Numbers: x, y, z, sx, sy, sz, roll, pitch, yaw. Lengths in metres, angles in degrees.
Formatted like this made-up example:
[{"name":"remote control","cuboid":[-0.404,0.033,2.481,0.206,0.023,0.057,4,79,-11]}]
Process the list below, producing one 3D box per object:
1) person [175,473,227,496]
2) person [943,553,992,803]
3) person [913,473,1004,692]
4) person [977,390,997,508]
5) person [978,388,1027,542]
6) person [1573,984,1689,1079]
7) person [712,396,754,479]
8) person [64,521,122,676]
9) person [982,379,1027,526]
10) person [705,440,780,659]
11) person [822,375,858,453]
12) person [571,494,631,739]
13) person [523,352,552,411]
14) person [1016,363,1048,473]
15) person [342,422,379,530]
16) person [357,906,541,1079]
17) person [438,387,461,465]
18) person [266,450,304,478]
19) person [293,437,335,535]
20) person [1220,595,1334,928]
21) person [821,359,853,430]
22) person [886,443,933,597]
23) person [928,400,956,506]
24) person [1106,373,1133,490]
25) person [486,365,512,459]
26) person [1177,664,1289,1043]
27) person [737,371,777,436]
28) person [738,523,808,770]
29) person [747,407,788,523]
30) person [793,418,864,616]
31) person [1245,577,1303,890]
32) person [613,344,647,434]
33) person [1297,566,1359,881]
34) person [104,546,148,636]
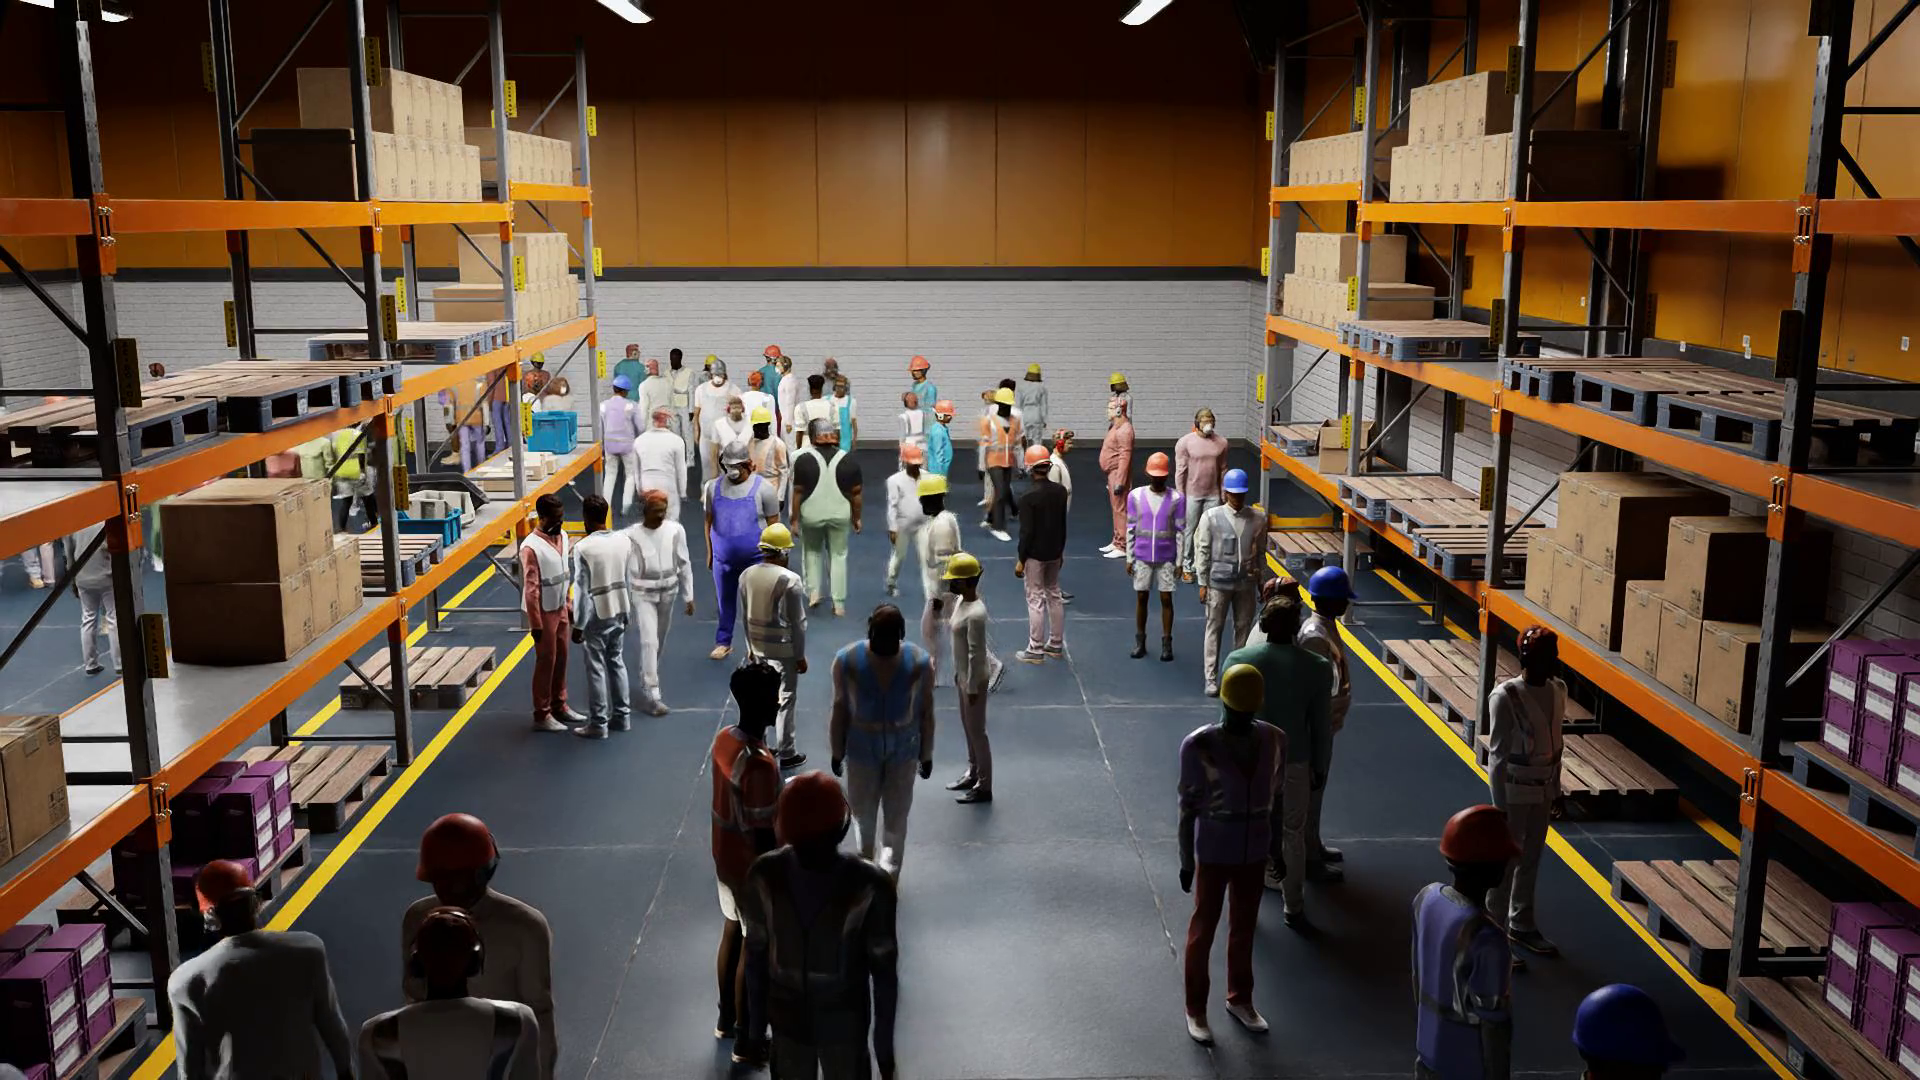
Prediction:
[{"name":"person","cuboid":[-8.130,-0.280,17.892,0.530,1.698,0.319,-8,14,-34]},{"name":"person","cuboid":[0.047,0.951,11.583,0.338,1.757,0.518,-2,11,-9]},{"name":"person","cuboid":[-0.067,0.366,14.172,0.828,1.896,0.607,-1,11,-5]},{"name":"person","cuboid":[0.435,-1.259,22.983,0.314,1.633,0.519,-6,13,-28]},{"name":"person","cuboid":[0.578,-0.929,20.609,0.598,1.906,0.681,-9,14,-37]},{"name":"person","cuboid":[1.836,2.200,4.828,0.615,1.947,0.389,-10,15,-40]},{"name":"person","cuboid":[-2.848,-0.944,21.013,0.595,1.794,0.906,-4,12,-17]},{"name":"person","cuboid":[-7.578,0.338,14.683,0.566,1.744,0.350,0,11,0]},{"name":"person","cuboid":[0.601,-1.153,21.750,0.622,1.909,1.021,9,14,39]},{"name":"person","cuboid":[-2.010,0.099,15.134,0.684,2.000,0.535,2,12,12]},{"name":"person","cuboid":[-1.699,-1.397,23.200,0.557,1.826,0.487,-1,11,-5]},{"name":"person","cuboid":[-2.782,0.593,13.005,0.401,1.907,0.599,6,13,28]},{"name":"person","cuboid":[-6.993,-2.254,27.642,0.340,1.762,0.524,10,15,41]},{"name":"person","cuboid":[1.104,-1.886,25.855,0.505,1.745,0.326,1,11,7]},{"name":"person","cuboid":[-7.672,-0.953,21.357,0.539,1.665,0.511,6,13,28]},{"name":"person","cuboid":[-1.648,2.114,5.456,0.578,1.876,0.361,-3,12,-14]},{"name":"person","cuboid":[-8.272,-2.227,26.795,0.381,2.040,0.616,-3,12,-12]},{"name":"person","cuboid":[-7.483,-0.407,18.390,0.363,1.758,0.571,11,15,43]},{"name":"person","cuboid":[-7.608,-0.648,19.572,0.530,1.768,0.312,2,11,11]},{"name":"person","cuboid":[1.804,1.268,9.561,0.629,1.930,0.358,2,12,11]},{"name":"person","cuboid":[-1.901,-1.802,25.157,0.661,1.866,0.972,-4,12,-20]},{"name":"person","cuboid":[-0.520,-0.189,17.432,0.576,1.704,0.889,-6,13,-28]},{"name":"person","cuboid":[-0.218,-0.893,20.875,0.350,1.739,0.574,1,11,3]},{"name":"person","cuboid":[2.325,-1.591,24.398,0.324,1.730,0.490,-8,14,-33]},{"name":"person","cuboid":[-7.619,-2.335,27.448,0.373,1.997,0.615,4,12,19]},{"name":"person","cuboid":[1.359,1.533,8.235,0.591,1.923,0.381,-4,12,-18]},{"name":"person","cuboid":[-2.816,-1.405,23.069,0.586,1.882,0.343,2,11,10]},{"name":"person","cuboid":[-1.353,0.782,12.272,0.585,1.824,0.404,9,14,38]},{"name":"person","cuboid":[-2.177,-0.533,18.591,0.590,1.926,0.388,10,15,40]},{"name":"person","cuboid":[-1.340,-0.259,16.928,0.719,2.000,0.577,-2,11,-8]},{"name":"person","cuboid":[1.941,1.158,10.164,0.409,1.909,0.641,4,12,17]},{"name":"person","cuboid":[-5.365,-2.273,27.375,0.642,1.905,0.399,6,13,26]},{"name":"person","cuboid":[2.230,1.113,10.285,0.389,1.948,0.608,3,12,14]},{"name":"person","cuboid":[-8.191,0.086,16.086,0.557,1.701,0.319,-9,14,-37]}]
